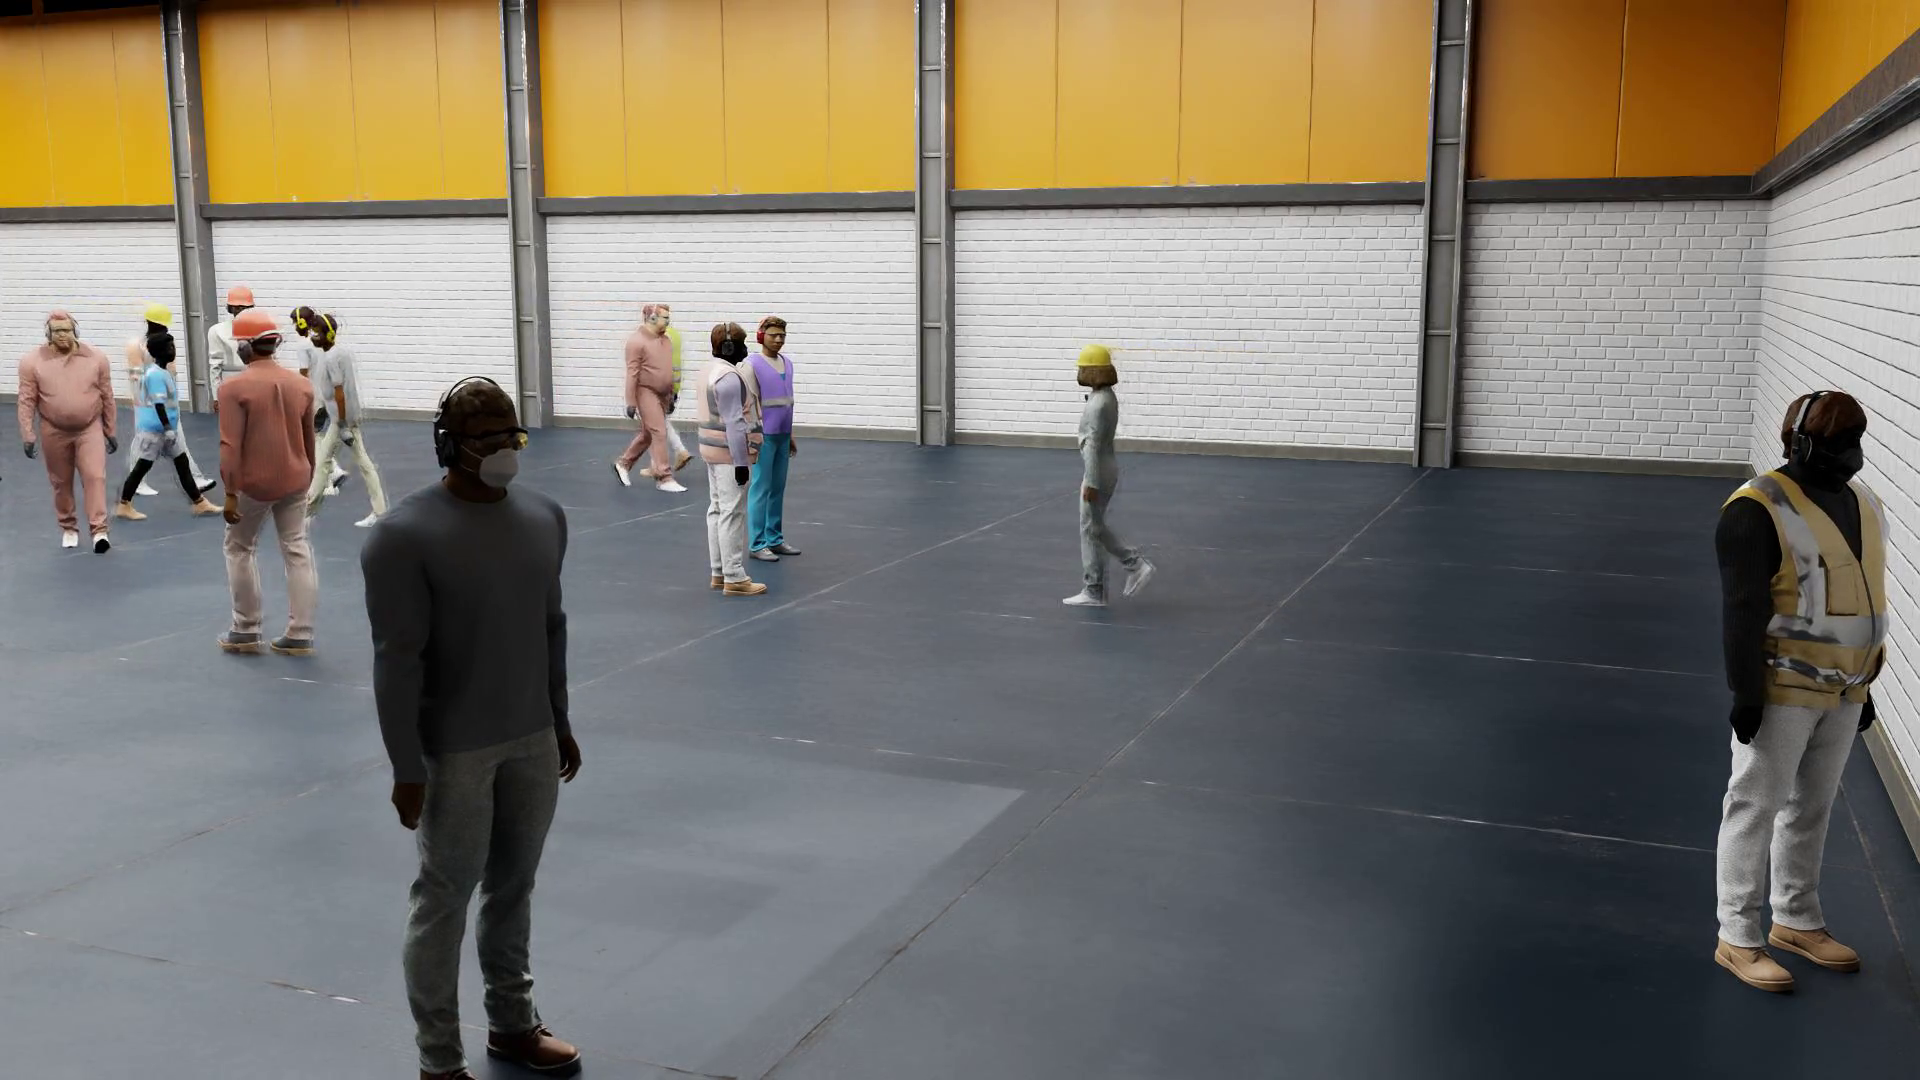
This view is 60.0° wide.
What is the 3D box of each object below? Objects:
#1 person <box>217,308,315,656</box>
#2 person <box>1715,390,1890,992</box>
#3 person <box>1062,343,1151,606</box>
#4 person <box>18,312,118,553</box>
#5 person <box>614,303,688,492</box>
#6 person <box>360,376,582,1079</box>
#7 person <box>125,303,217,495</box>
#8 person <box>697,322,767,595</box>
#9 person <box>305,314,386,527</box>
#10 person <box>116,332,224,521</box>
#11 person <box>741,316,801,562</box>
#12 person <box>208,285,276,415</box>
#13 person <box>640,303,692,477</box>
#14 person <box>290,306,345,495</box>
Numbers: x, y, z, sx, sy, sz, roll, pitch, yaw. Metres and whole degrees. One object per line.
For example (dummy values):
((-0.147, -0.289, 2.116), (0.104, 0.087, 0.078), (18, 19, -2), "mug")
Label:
((-4.013, -0.325, 9.497), (0.742, 1.972, 0.652), (6, 11, 34), "person")
((2.625, 0.458, 5.171), (0.627, 1.844, 0.429), (-5, 11, -27), "person")
((0.939, -0.413, 10.803), (0.463, 1.729, 0.485), (2, 10, 14), "person")
((-6.887, -0.821, 12.867), (0.678, 1.855, 0.976), (-5, 11, -29), "person")
((-3.105, -1.424, 16.527), (0.924, 1.869, 0.658), (4, 10, 24), "person")
((-1.259, 0.535, 4.406), (0.366, 1.938, 0.630), (6, 11, 32), "person")
((-7.648, -1.325, 15.920), (1.007, 1.863, 0.640), (4, 10, 22), "person")
((-1.550, -0.551, 11.285), (0.429, 1.844, 0.627), (-4, 10, -23), "person")
((-5.297, -0.988, 14.004), (0.932, 1.812, 0.549), (0, 9, -3), "person")
((-6.976, -0.985, 14.506), (0.884, 1.646, 0.546), (-2, 10, -14), "person")
((-1.449, -0.769, 12.599), (0.373, 1.840, 0.571), (5, 10, 26), "person")
((-6.796, -1.403, 15.844), (0.613, 2.039, 0.393), (-7, 12, -38), "person")
((-3.149, -1.567, 17.459), (0.435, 1.831, 0.655), (3, 10, 15), "person")
((-6.241, -1.346, 16.136), (0.456, 1.832, 0.588), (2, 10, 13), "person")
